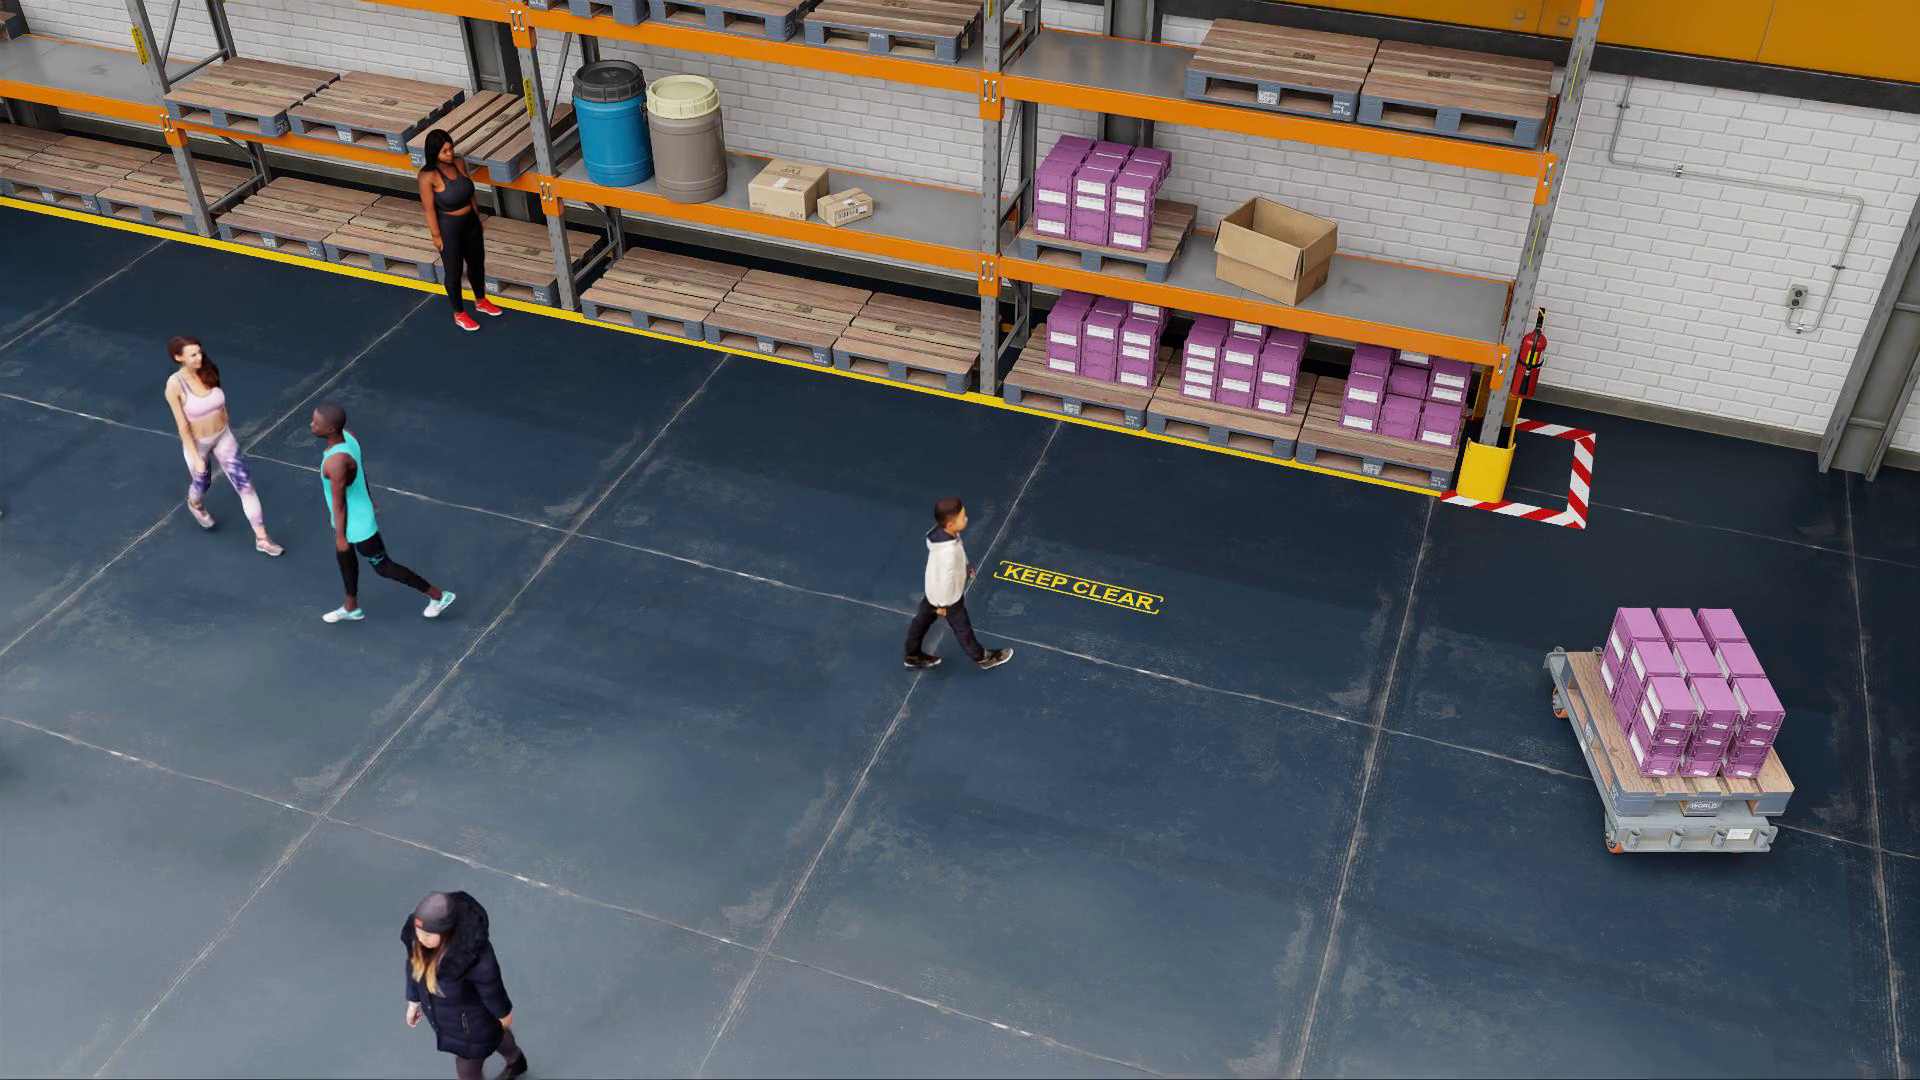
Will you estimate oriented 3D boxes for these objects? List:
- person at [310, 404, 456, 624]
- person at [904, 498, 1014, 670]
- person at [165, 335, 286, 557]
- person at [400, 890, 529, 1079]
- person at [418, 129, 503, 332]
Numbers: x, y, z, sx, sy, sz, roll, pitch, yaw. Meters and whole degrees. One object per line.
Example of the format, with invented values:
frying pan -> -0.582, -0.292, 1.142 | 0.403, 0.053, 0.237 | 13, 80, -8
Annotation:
person -> -3.936, -0.124, 11.113 | 1.233, 1.777, 1.018 | -7, 39, -9
person -> -0.174, 0.324, 10.847 | 1.044, 1.410, 0.859 | -5, 39, -6
person -> -5.400, -0.678, 11.848 | 1.250, 1.727, 0.823 | 25, 45, 28
person -> -2.390, 2.245, 8.248 | 0.931, 1.651, 0.867 | 25, 45, 27
person -> -4.336, -2.699, 14.306 | 0.697, 1.817, 0.716 | 23, 44, 26
